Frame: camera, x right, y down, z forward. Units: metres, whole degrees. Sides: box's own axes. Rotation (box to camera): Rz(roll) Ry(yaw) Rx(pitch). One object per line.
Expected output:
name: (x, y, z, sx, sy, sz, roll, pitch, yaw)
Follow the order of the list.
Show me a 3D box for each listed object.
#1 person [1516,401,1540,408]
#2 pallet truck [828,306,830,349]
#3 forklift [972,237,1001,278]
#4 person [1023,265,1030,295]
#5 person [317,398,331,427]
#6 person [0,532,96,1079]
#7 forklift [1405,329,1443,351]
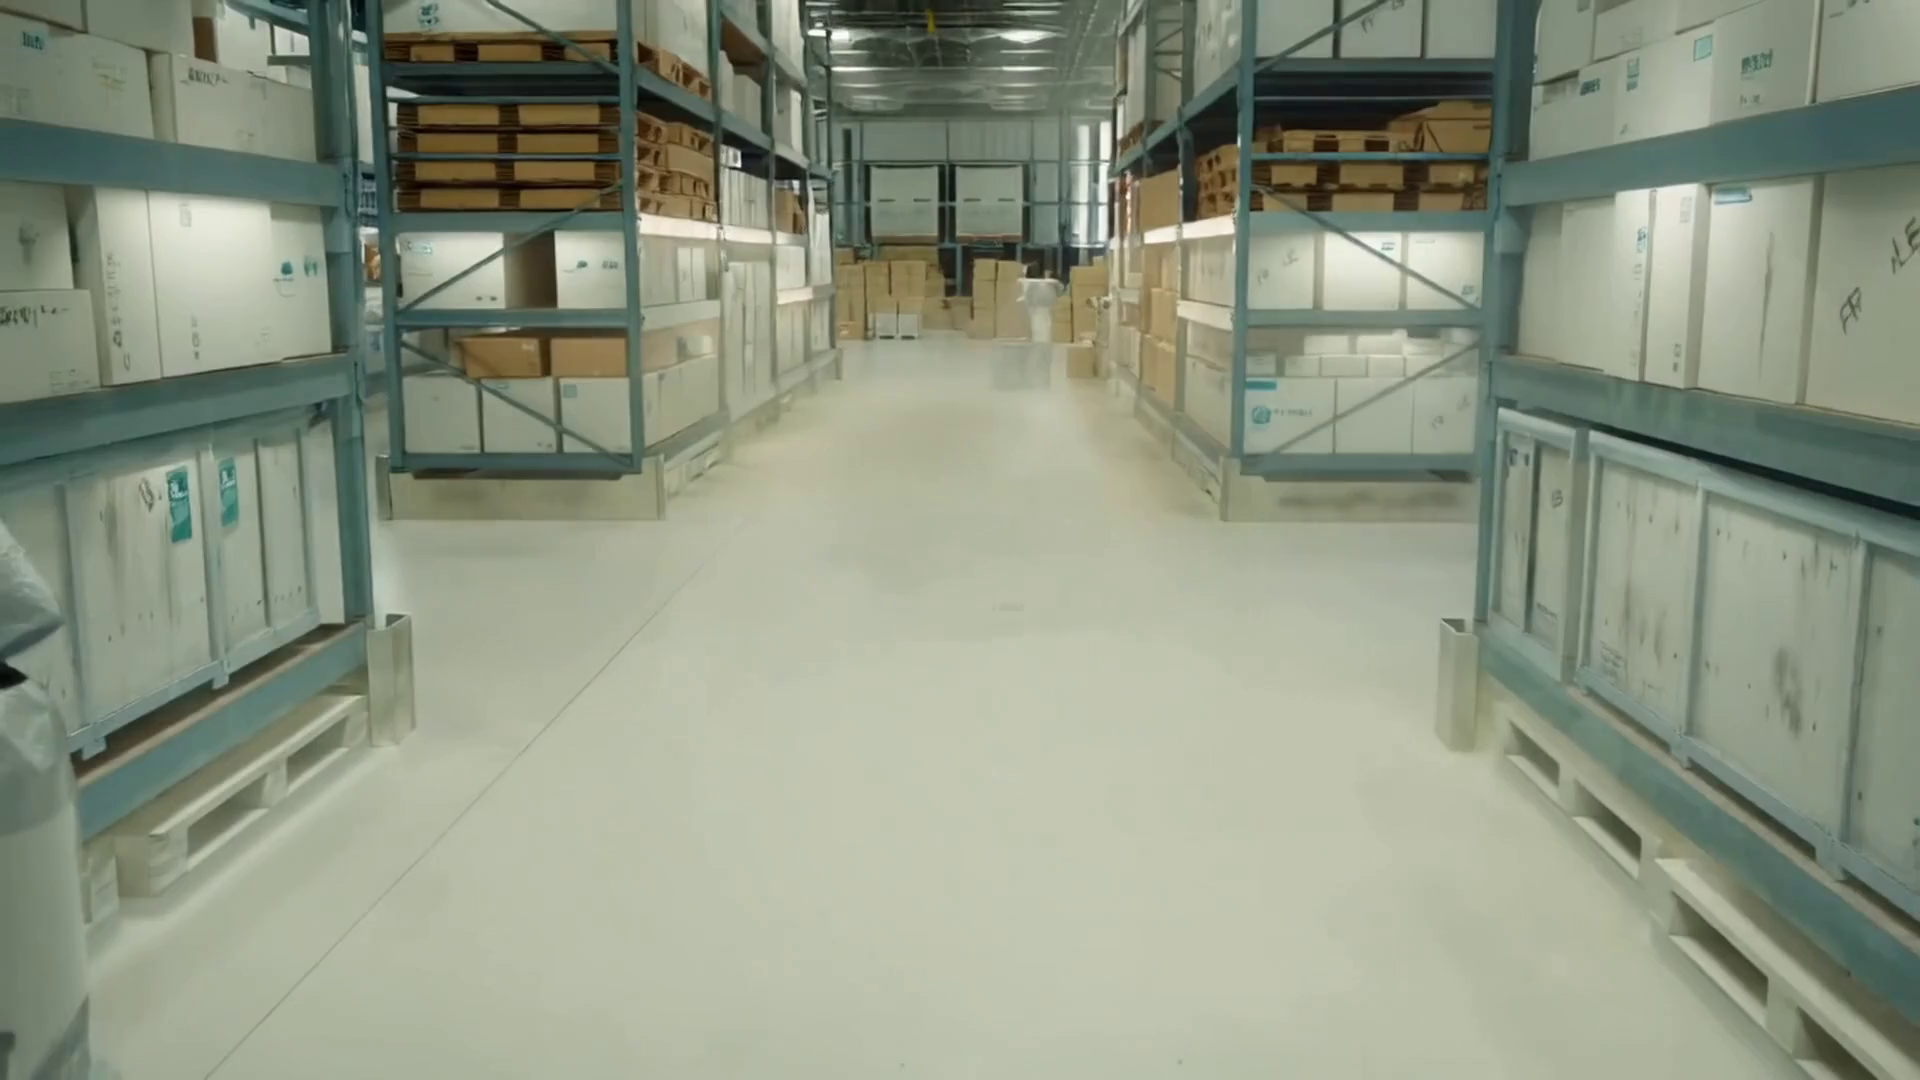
person: (2.801, -0.219, 7.847, 0.452, 1.888, 0.645, 0, 9, -1)
pallet truck: (-3.100, -3.940, 29.800, 1.885, 1.965, 0.823, 3, 10, 19)
forklift: (0.848, -8.379, 53.752, 1.129, 2.768, 1.873, 0, 9, 1)
person: (2.353, -8.937, 59.927, 0.373, 1.936, 0.627, 1, 10, 5)
person: (-7.971, -2.333, 20.753, 0.634, 1.812, 0.879, 0, 9, 2)
person: (-1.572, 0.765, 2.708, 0.500, 1.633, 0.281, 8, 13, 41)
forklift: (11.018, -5.611, 37.174, 1.129, 2.768, 1.873, -6, 11, -31)
